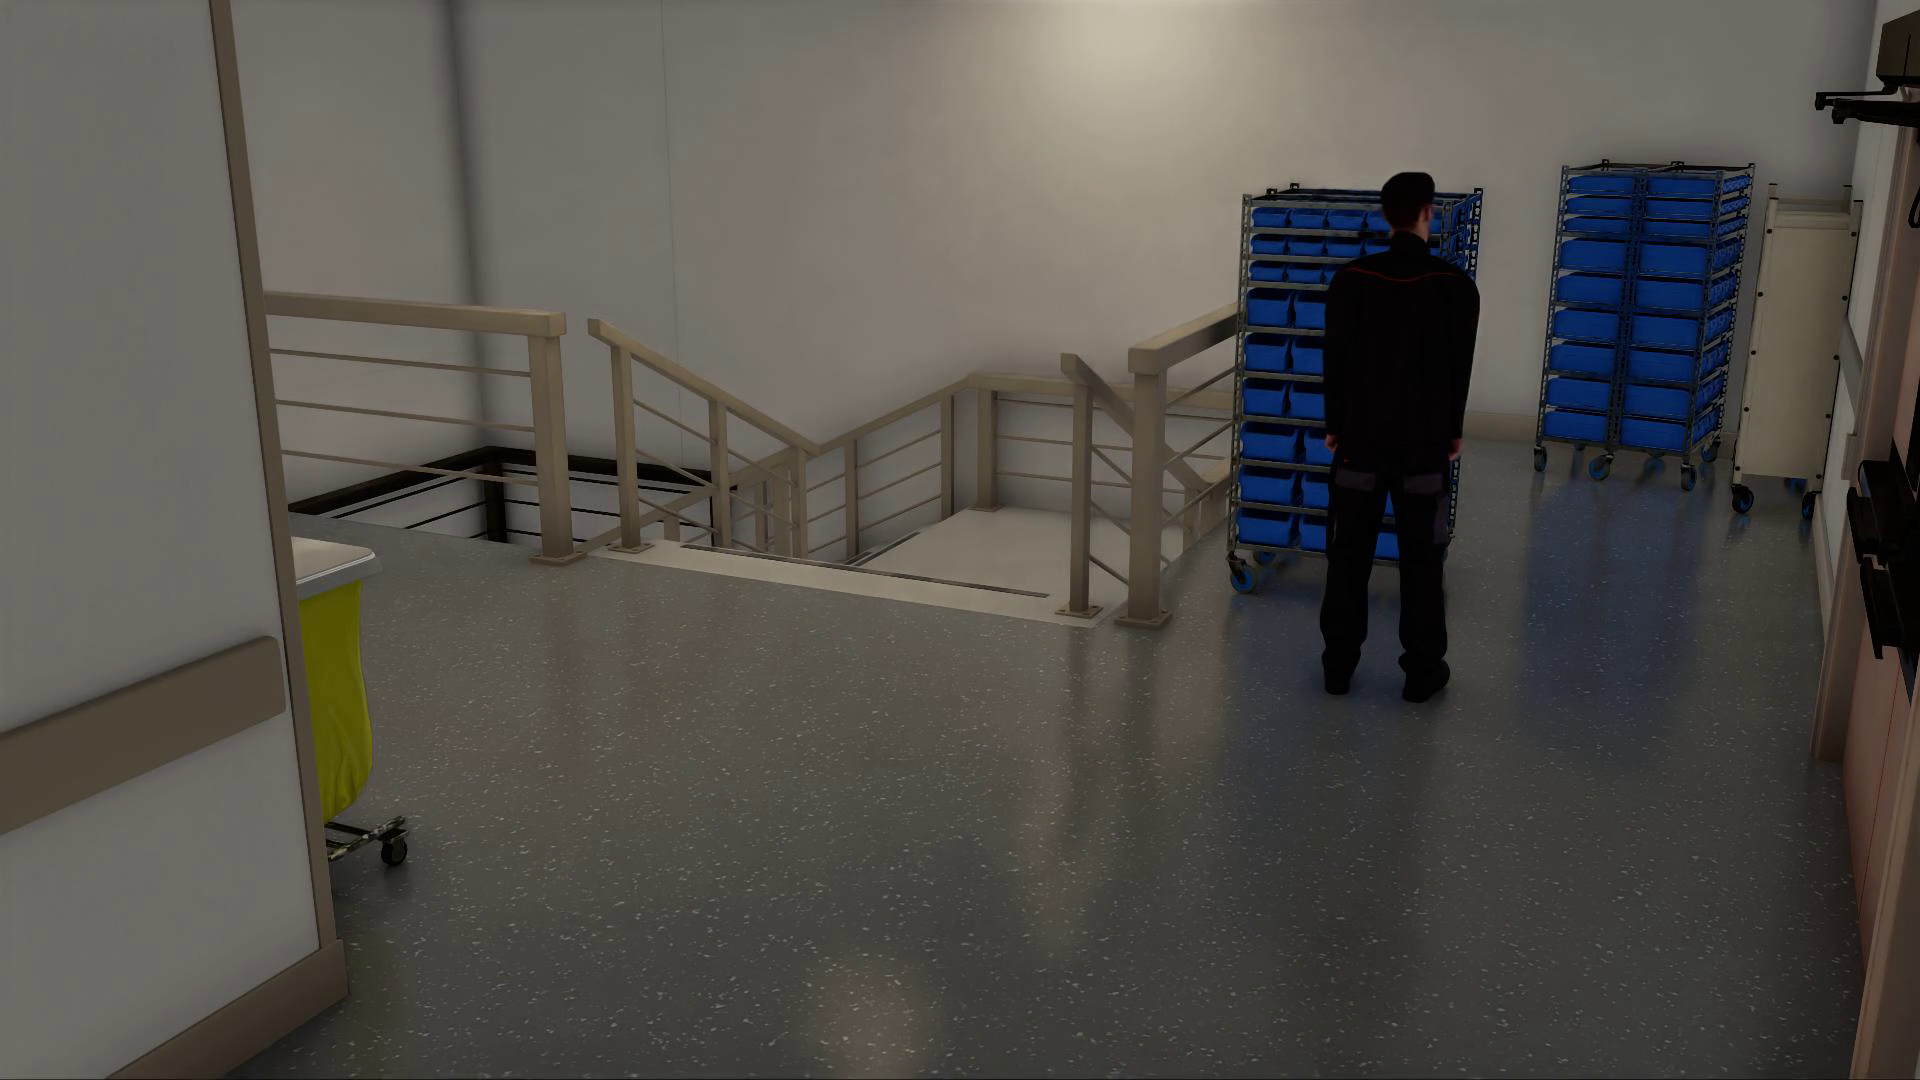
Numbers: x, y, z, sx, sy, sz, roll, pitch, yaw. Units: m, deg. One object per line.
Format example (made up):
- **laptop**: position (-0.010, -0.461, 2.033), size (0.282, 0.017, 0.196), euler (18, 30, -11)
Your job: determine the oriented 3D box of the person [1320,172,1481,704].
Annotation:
- **person**: position (1.575, -0.367, 6.044), size (0.690, 1.910, 0.572), euler (6, 17, 21)
